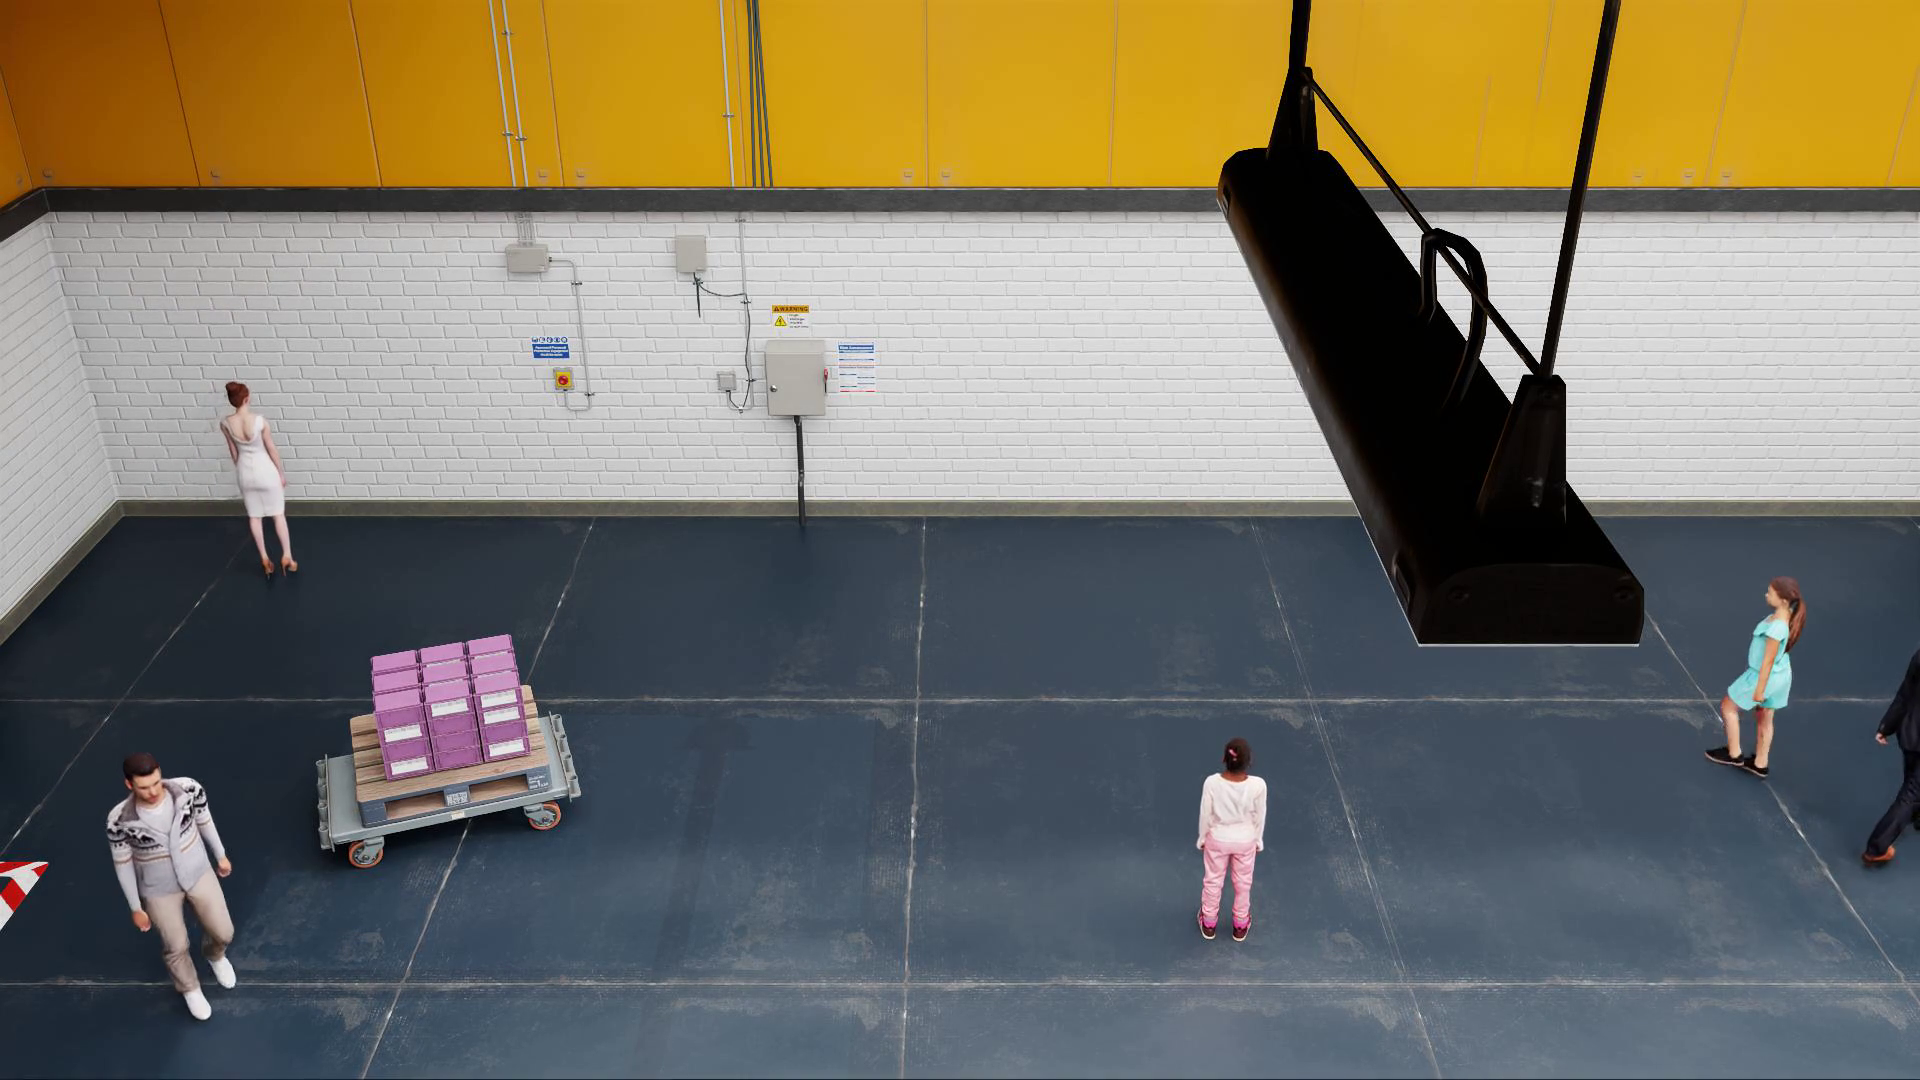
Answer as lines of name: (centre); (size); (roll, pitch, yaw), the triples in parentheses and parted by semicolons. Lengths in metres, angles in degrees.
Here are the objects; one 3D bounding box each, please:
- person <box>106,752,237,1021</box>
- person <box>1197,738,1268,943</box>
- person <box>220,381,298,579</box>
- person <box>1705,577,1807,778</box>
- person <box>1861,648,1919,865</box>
person: (-4.450, 1.877, 9.387); (0.885, 1.830, 0.936); (-21, 35, -33)
person: (1.626, 1.781, 9.965); (0.568, 1.445, 0.516); (3, 29, 6)
person: (-5.844, -0.494, 13.773); (0.556, 1.792, 0.450); (1, 29, 1)
person: (5.581, 0.965, 11.358); (0.713, 1.543, 0.773); (-21, 35, -34)
person: (6.078, 1.312, 10.504); (1.209, 1.752, 1.199); (-20, 35, -32)
